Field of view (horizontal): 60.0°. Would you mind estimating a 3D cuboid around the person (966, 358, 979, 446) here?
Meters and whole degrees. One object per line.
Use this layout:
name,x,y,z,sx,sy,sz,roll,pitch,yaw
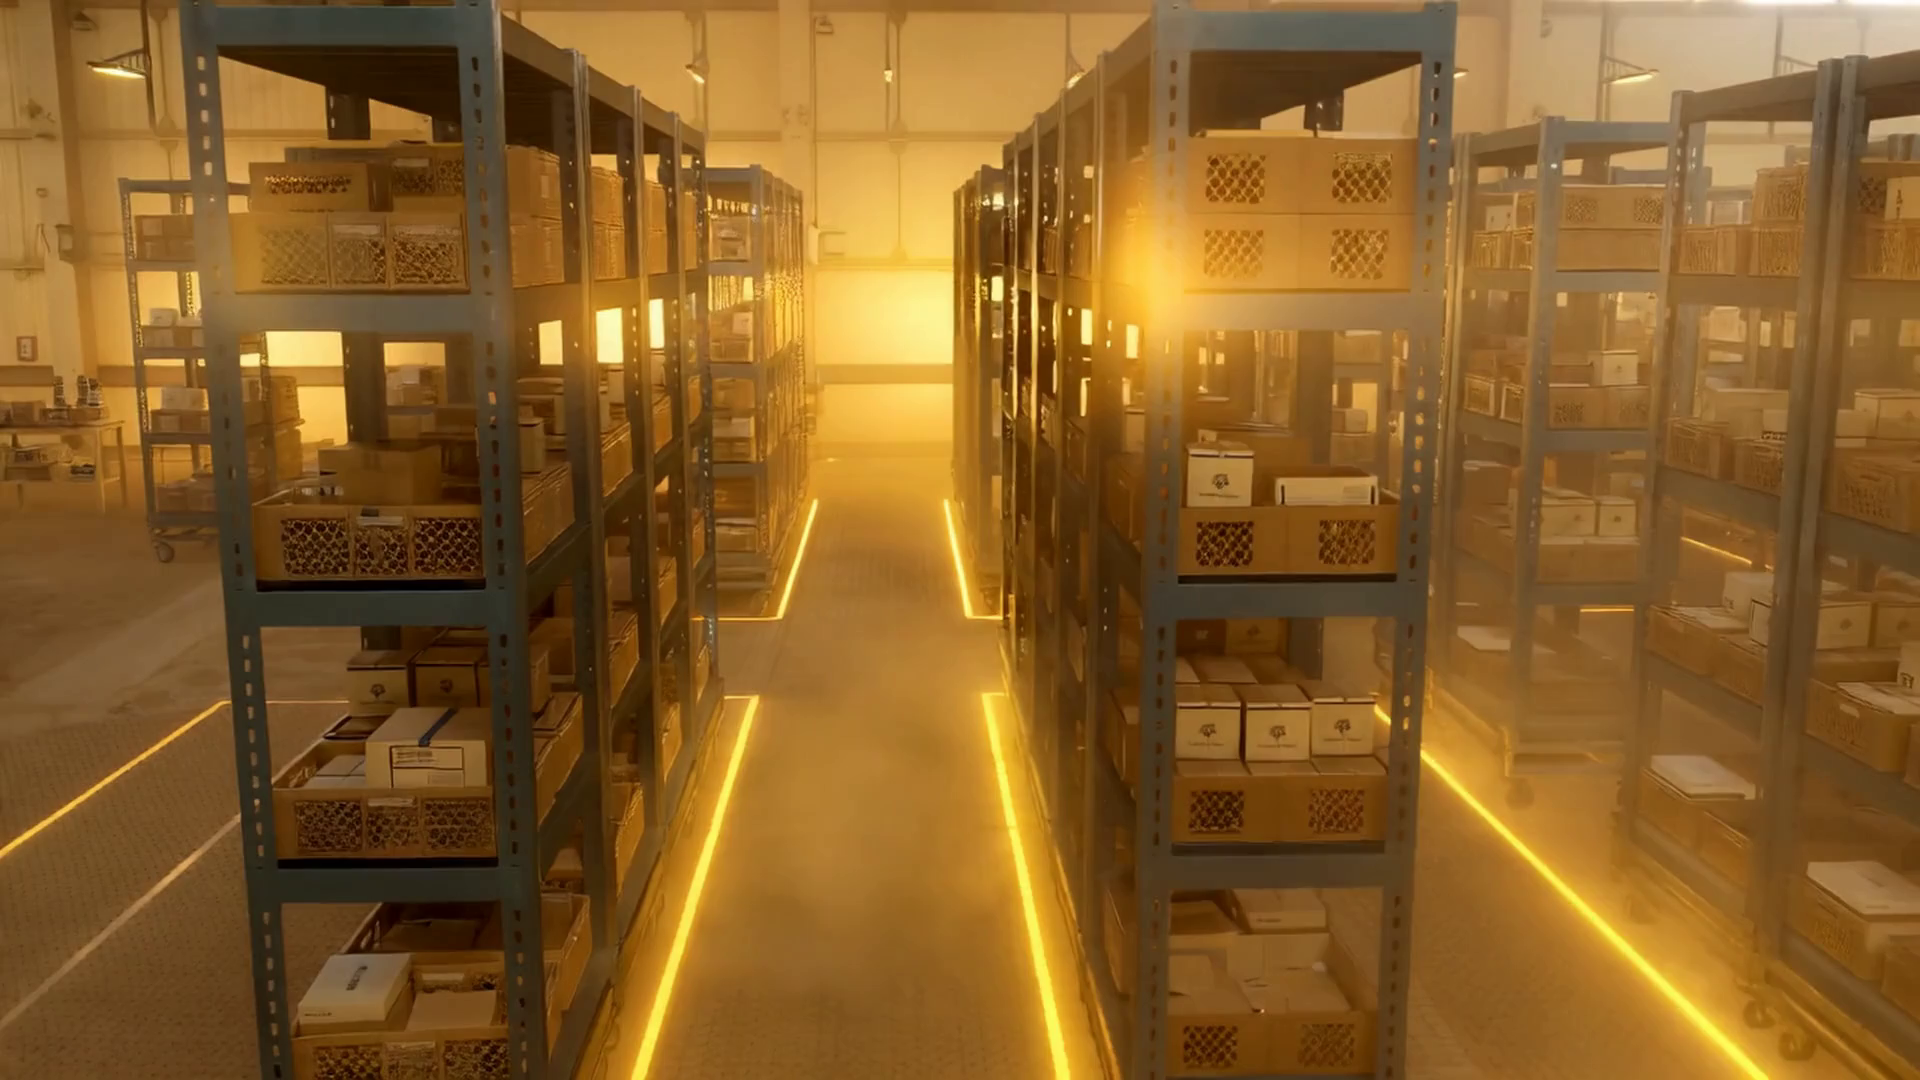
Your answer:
person,0.147,-1.736,21.643,0.395,1.837,0.564,5,11,24
